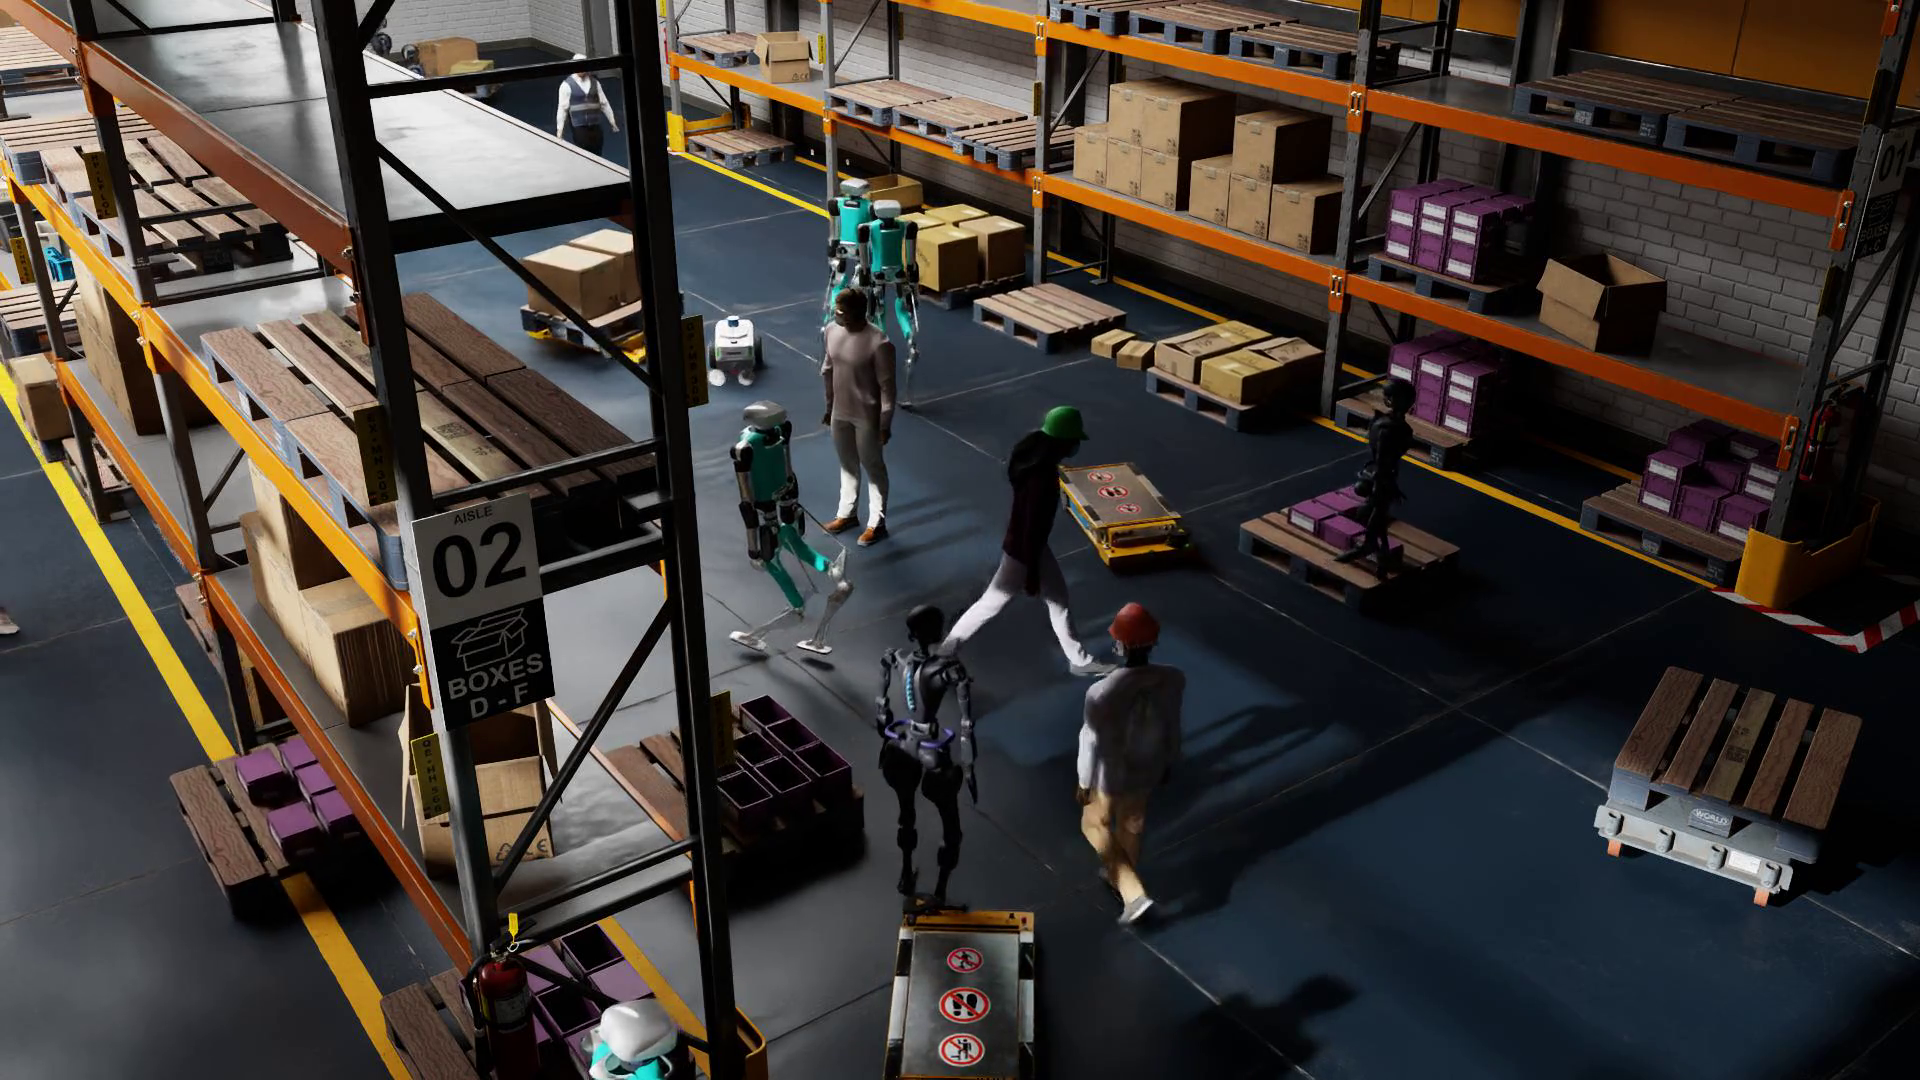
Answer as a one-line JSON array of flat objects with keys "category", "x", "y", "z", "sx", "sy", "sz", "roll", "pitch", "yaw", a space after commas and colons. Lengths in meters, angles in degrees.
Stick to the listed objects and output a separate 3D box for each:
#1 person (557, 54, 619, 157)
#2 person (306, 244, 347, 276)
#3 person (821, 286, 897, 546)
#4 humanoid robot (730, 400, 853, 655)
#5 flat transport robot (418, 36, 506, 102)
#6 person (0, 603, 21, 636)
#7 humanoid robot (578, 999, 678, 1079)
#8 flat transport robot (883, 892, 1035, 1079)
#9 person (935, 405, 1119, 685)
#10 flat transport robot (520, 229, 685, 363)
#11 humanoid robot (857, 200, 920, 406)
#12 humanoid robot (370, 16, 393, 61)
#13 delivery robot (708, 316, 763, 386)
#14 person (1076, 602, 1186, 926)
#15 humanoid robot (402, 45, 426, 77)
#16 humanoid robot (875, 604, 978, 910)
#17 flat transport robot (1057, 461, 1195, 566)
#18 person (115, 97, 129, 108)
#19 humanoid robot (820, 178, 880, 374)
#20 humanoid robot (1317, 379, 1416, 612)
[{"category": "person", "x": -4.613, "y": -5.096, "z": 20.482, "sx": 0.786, "sy": 1.746, "sz": 0.468, "roll": -18, "pitch": 32, "yaw": -32}, {"category": "person", "x": -5.552, "y": -2.094, "z": 14.534, "sx": 0.827, "sy": 1.717, "sz": 0.563, "roll": 20, "pitch": 33, "yaw": 34}, {"category": "person", "x": -0.729, "y": -0.894, "z": 11.914, "sx": 0.627, "sy": 1.936, "sz": 0.379, "roll": 20, "pitch": 33, "yaw": 34}, {"category": "humanoid robot", "x": -1.040, "y": -0.001, "z": 10.344, "sx": 0.916, "sy": 1.758, "sz": 0.544, "roll": 13, "pitch": 30, "yaw": 25}, {"category": "flat transport robot", "x": -7.672, "y": -6.747, "z": 25.407, "sx": 0.659, "sy": 0.231, "sz": 1.431, "roll": 1, "pitch": 27, "yaw": 2}, {"category": "person", "x": -6.744, "y": -0.245, "z": 10.741, "sx": 1.000, "sy": 1.836, "sz": 0.717, "roll": 4, "pitch": 27, "yaw": 8}, {"category": "humanoid robot", "x": -0.883, "y": 2.273, "z": 5.855, "sx": 0.882, "sy": 1.788, "sz": 0.551, "roll": -20, "pitch": 33, "yaw": -34}, {"category": "flat transport robot", "x": 0.016, "y": 2.170, "z": 7.672, "sx": 0.659, "sy": 0.231, "sz": 1.431, "roll": 1, "pitch": 27, "yaw": 2}, {"category": "person", "x": 0.379, "y": 0.045, "z": 10.149, "sx": 1.169, "sy": 1.851, "sz": 0.512, "roll": 3, "pitch": 27, "yaw": 6}, {"category": "flat transport robot", "x": -3.400, "y": -1.997, "z": 15.959, "sx": 1.431, "sy": 0.231, "sz": 0.659, "roll": 16, "pitch": 31, "yaw": 29}, {"category": "humanoid robot", "x": -0.551, "y": -1.962, "z": 14.273, "sx": 0.531, "sy": 1.782, "sz": 0.828, "roll": -7, "pitch": 28, "yaw": -14}, {"category": "humanoid robot", "x": -8.105, "y": -6.645, "z": 23.649, "sx": 0.644, "sy": 1.636, "sz": 0.610, "roll": -13, "pitch": 30, "yaw": -25}, {"category": "delivery robot", "x": -2.058, "y": -1.745, "z": 15.159, "sx": 0.512, "sy": 0.612, "sz": 0.783, "roll": -3, "pitch": 27, "yaw": -6}, {"category": "person", "x": 0.837, "y": 1.116, "z": 8.128, "sx": 0.577, "sy": 1.733, "sz": 0.522, "roll": -14, "pitch": 30, "yaw": -26}, {"category": "humanoid robot", "x": -7.062, "y": -5.582, "z": 21.557, "sx": 0.758, "sy": 1.626, "sz": 0.589, "roll": -12, "pitch": 29, "yaw": -22}, {"category": "humanoid robot", "x": -0.204, "y": 1.103, "z": 8.240, "sx": 0.591, "sy": 1.650, "sz": 0.441, "roll": 14, "pitch": 30, "yaw": 25}, {"category": "flat transport robot", "x": 1.181, "y": -0.227, "z": 12.439, "sx": 0.659, "sy": 0.231, "sz": 1.431, "roll": -7, "pitch": 28, "yaw": -14}, {"category": "person", "x": -10.244, "y": -5.093, "z": 20.240, "sx": 0.545, "sy": 1.964, "sz": 0.611, "roll": 23, "pitch": 35, "yaw": 38}, {"category": "humanoid robot", "x": -1.051, "y": -2.282, "z": 14.895, "sx": 0.550, "sy": 1.780, "sz": 0.788, "roll": 11, "pitch": 29, "yaw": 21}, {"category": "humanoid robot", "x": 2.718, "y": -0.322, "z": 11.086, "sx": 0.637, "sy": 1.632, "sz": 0.593, "roll": 12, "pitch": 29, "yaw": 22}]
